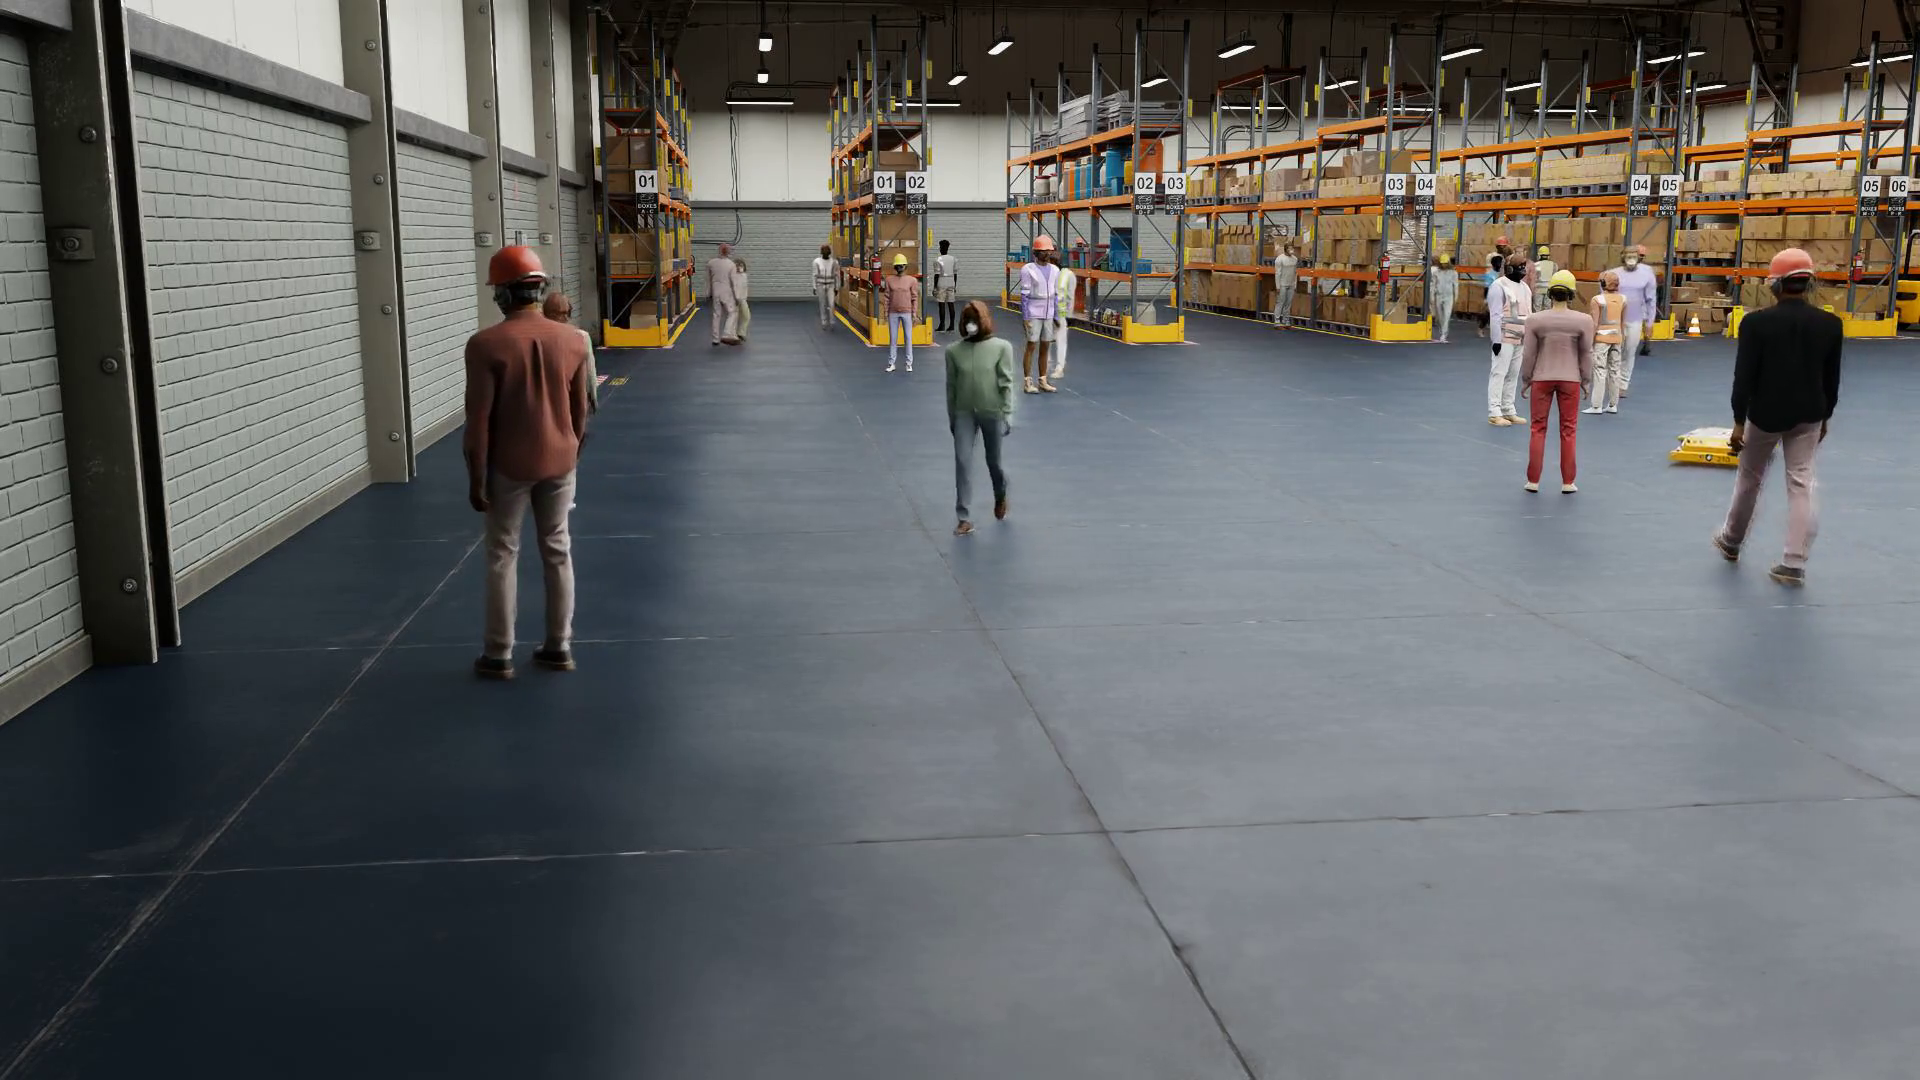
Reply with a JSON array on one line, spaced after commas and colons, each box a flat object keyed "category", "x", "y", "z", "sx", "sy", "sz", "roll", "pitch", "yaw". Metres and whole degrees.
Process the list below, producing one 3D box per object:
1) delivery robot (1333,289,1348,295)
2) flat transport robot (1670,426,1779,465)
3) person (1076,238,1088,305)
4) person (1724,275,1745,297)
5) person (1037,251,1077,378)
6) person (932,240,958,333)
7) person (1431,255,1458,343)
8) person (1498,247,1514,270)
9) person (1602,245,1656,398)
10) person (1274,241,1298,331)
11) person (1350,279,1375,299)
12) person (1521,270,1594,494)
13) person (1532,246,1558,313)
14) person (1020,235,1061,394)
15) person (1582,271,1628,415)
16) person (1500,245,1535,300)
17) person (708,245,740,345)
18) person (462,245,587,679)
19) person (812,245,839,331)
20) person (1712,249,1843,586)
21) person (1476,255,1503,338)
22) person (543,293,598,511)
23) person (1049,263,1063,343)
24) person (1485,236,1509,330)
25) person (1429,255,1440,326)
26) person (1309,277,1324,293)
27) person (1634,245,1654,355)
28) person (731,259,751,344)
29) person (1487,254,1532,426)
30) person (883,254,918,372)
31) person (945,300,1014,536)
[{"category": "delivery robot", "x": 11.532, "y": -7.356, "z": 49.736, "sx": 0.707, "sy": 0.478, "sz": 0.477, "roll": 6, "pitch": 12, "yaw": 30}, {"category": "flat transport robot", "x": 7.025, "y": -0.874, "z": 15.240, "sx": 0.652, "sy": 0.197, "sz": 1.431, "roll": 7, "pitch": 13, "yaw": 35}, {"category": "person", "x": 3.559, "y": -7.992, "z": 49.563, "sx": 0.617, "sy": 1.989, "sz": 0.402, "roll": -1, "pitch": 10, "yaw": -5}, {"category": "person", "x": 20.933, "y": -7.102, "z": 44.877, "sx": 0.588, "sy": 1.919, "sz": 0.389, "roll": -2, "pitch": 11, "yaw": -12}, {"category": "person", "x": 1.369, "y": -3.233, "z": 23.926, "sx": 0.628, "sy": 1.829, "sz": 0.453, "roll": 6, "pitch": 12, "yaw": 30}, {"category": "person", "x": -0.323, "y": -5.392, "z": 35.360, "sx": 0.602, "sy": 1.966, "sz": 0.368, "roll": -7, "pitch": 13, "yaw": -36}, {"category": "person", "x": 9.355, "y": -4.662, "z": 32.127, "sx": 0.488, "sy": 1.691, "sz": 0.904, "roll": 6, "pitch": 12, "yaw": 28}, {"category": "person", "x": 11.345, "y": -5.141, "z": 34.395, "sx": 0.580, "sy": 1.816, "sz": 0.408, "roll": 4, "pitch": 11, "yaw": 21}, {"category": "person", "x": 8.315, "y": -2.691, "z": 20.705, "sx": 0.655, "sy": 1.906, "sz": 0.900, "roll": 3, "pitch": 11, "yaw": 15}, {"category": "person", "x": 7.059, "y": -5.492, "z": 36.018, "sx": 0.626, "sy": 1.931, "sz": 0.373, "roll": -8, "pitch": 13, "yaw": -36}, {"category": "person", "x": 10.402, "y": -6.762, "z": 43.047, "sx": 0.603, "sy": 1.899, "sz": 0.460, "roll": -3, "pitch": 11, "yaw": -17}, {"category": "person", "x": 4.721, "y": -1.247, "z": 13.182, "sx": 0.533, "sy": 1.767, "sz": 0.313, "roll": 4, "pitch": 11, "yaw": 19}, {"category": "person", "x": 11.922, "y": -5.091, "z": 34.070, "sx": 0.587, "sy": 1.834, "sz": 0.403, "roll": -1, "pitch": 10, "yaw": -7}, {"category": "person", "x": 1.063, "y": -2.918, "z": 21.584, "sx": 0.609, "sy": 2.044, "sz": 0.393, "roll": -7, "pitch": 12, "yaw": -34}, {"category": "person", "x": 7.387, "y": -2.249, "z": 19.023, "sx": 0.511, "sy": 1.640, "sz": 0.308, "roll": -4, "pitch": 11, "yaw": -23}, {"category": "person", "x": 10.840, "y": -4.802, "z": 32.447, "sx": 0.655, "sy": 1.850, "sz": 1.028, "roll": 5, "pitch": 11, "yaw": 24}, {"category": "person", "x": -4.443, "y": -4.584, "z": 31.204, "sx": 0.717, "sy": 1.877, "sz": 0.441, "roll": 6, "pitch": 12, "yaw": 31}, {"category": "person", "x": -2.002, "y": -0.354, "z": 7.678, "sx": 0.626, "sy": 1.991, "sz": 0.434, "roll": -9, "pitch": 14, "yaw": -40}, {"category": "person", "x": -2.901, "y": -5.446, "z": 35.970, "sx": 0.573, "sy": 1.840, "sz": 0.955, "roll": -1, "pitch": 10, "yaw": -4}, {"category": "person", "x": 4.904, "y": -0.755, "z": 9.980, "sx": 0.656, "sy": 1.943, "sz": 0.993, "roll": 1, "pitch": 10, "yaw": 6}, {"category": "person", "x": 10.534, "y": -4.800, "z": 32.932, "sx": 0.541, "sy": 1.673, "sz": 0.766, "roll": -7, "pitch": 13, "yaw": -35}, {"category": "person", "x": -2.994, "y": -1.048, "z": 12.543, "sx": 0.540, "sy": 1.601, "sz": 0.830, "roll": 0, "pitch": 10, "yaw": -3}, {"category": "person", "x": 1.850, "y": -4.588, "z": 31.890, "sx": 0.280, "sy": 1.624, "sz": 0.493, "roll": 7, "pitch": 12, "yaw": 32}, {"category": "person", "x": 11.767, "y": -5.595, "z": 36.293, "sx": 0.606, "sy": 2.035, "sz": 0.405, "roll": -1, "pitch": 10, "yaw": -8}, {"category": "person", "x": 10.798, "y": -5.664, "z": 37.794, "sx": 0.522, "sy": 1.627, "sz": 0.550, "roll": 0, "pitch": 10, "yaw": 3}, {"category": "person", "x": 10.443, "y": -7.792, "z": 48.674, "sx": 0.560, "sy": 1.902, "sz": 0.855, "roll": 0, "pitch": 10, "yaw": -2}, {"category": "person", "x": 11.674, "y": -4.127, "z": 28.636, "sx": 0.560, "sy": 1.895, "sz": 0.983, "roll": -1, "pitch": 10, "yaw": -6}, {"category": "person", "x": -4.181, "y": -4.510, "z": 31.493, "sx": 0.410, "sy": 1.612, "sz": 0.505, "roll": 9, "pitch": 13, "yaw": 40}, {"category": "person", "x": 5.943, "y": -2.152, "z": 17.938, "sx": 0.622, "sy": 1.844, "sz": 0.429, "roll": -9, "pitch": 13, "yaw": -40}, {"category": "person", "x": -0.899, "y": -3.417, "z": 25.082, "sx": 0.523, "sy": 1.769, "sz": 0.310, "roll": 1, "pitch": 10, "yaw": 8}, {"category": "person", "x": 0.147, "y": -0.868, "z": 11.544, "sx": 0.501, "sy": 1.604, "sz": 0.747, "roll": 2, "pitch": 11, "yaw": 12}]
